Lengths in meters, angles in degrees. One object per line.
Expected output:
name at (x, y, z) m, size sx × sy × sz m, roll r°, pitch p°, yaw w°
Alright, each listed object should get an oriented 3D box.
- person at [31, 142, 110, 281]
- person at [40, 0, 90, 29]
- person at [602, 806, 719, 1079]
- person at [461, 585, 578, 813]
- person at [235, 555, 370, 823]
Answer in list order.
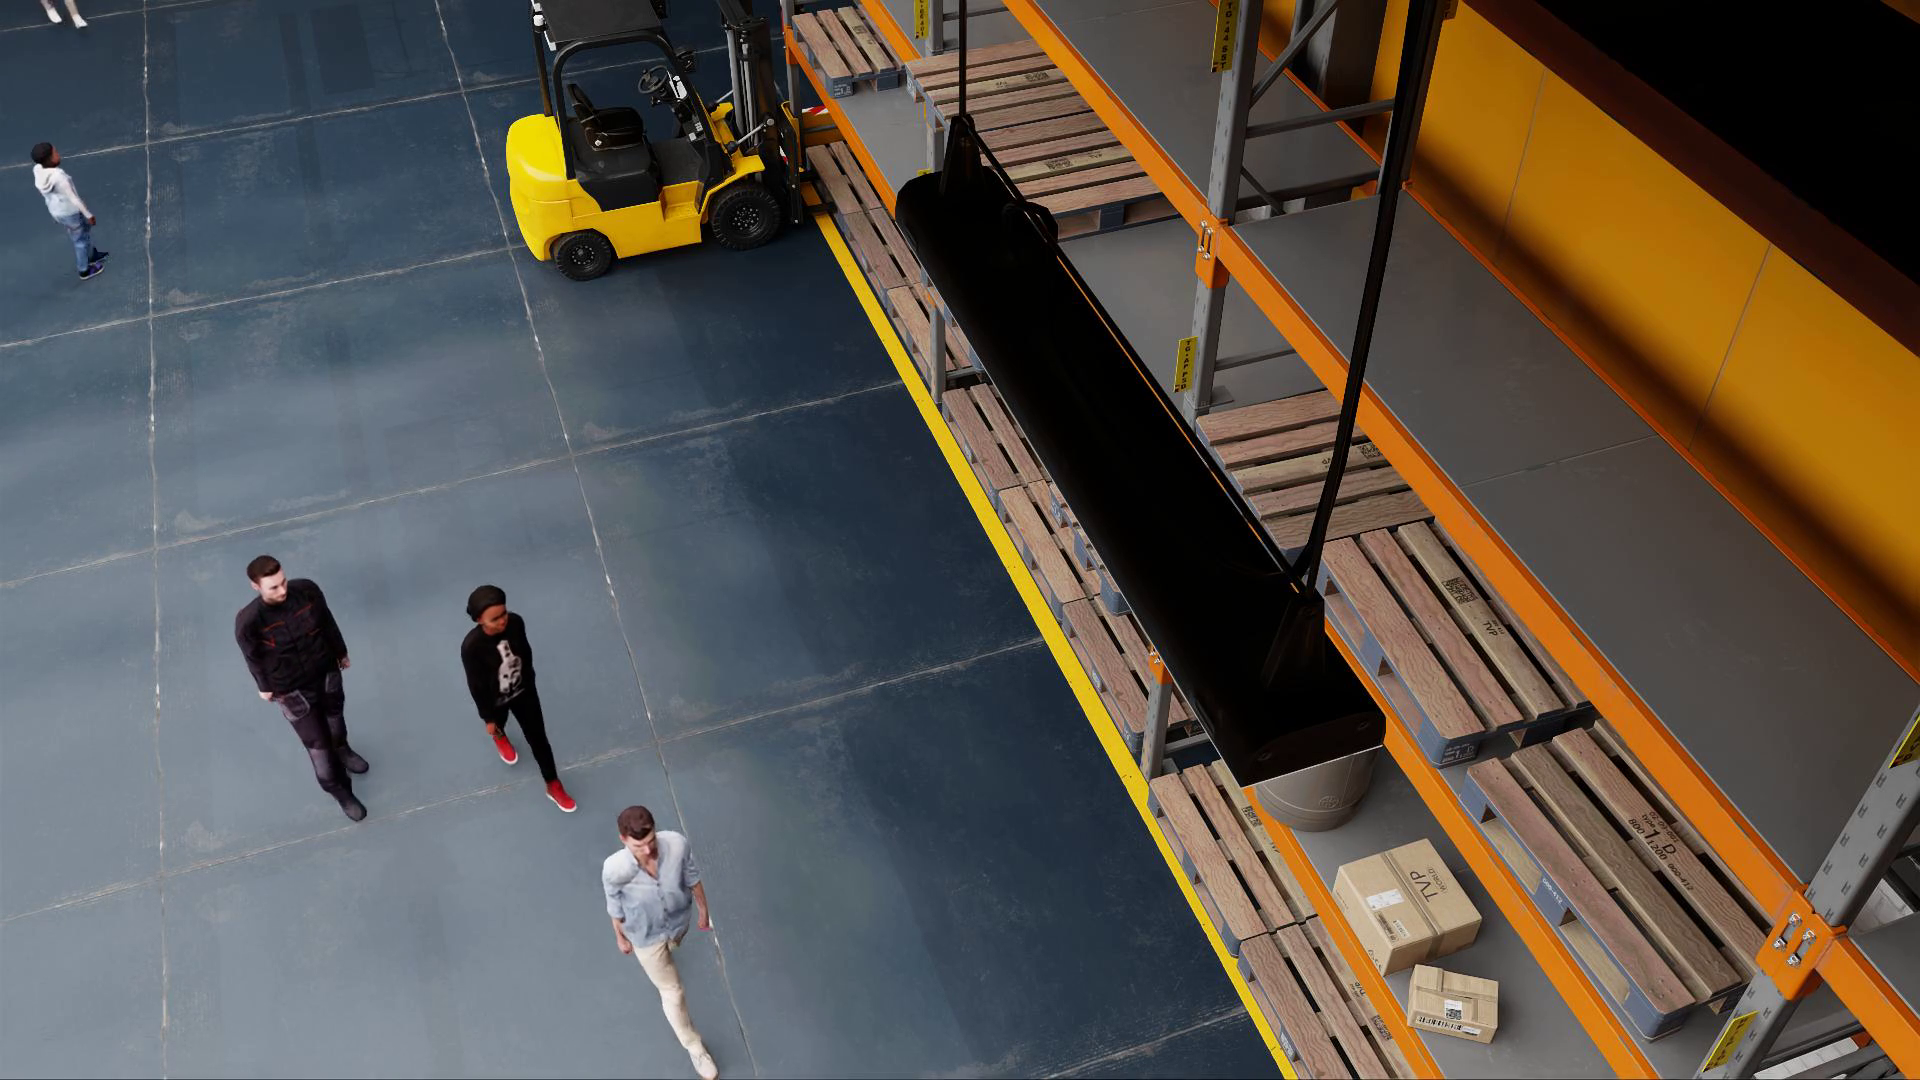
person at (-7.567, -2.745, 13.997) m, size 0.658 × 1.244 × 0.715 m, roll 20°, pitch 47°, yaw 20°
person at (-9.617, -6.019, 17.333) m, size 0.770 × 1.383 × 1.004 m, roll -34°, pitch 53°, yaw -30°
person at (-1.596, 1.931, 8.674) m, size 0.876 × 1.815 × 1.288 m, roll -25°, pitch 49°, yaw -24°
person at (-2.758, 0.876, 9.913) m, size 0.834 × 1.635 × 1.153 m, roll -30°, pitch 51°, yaw -28°
person at (-3.919, 0.767, 9.838) m, size 1.042 × 1.896 × 0.945 m, roll 28°, pitch 50°, yaw 26°
